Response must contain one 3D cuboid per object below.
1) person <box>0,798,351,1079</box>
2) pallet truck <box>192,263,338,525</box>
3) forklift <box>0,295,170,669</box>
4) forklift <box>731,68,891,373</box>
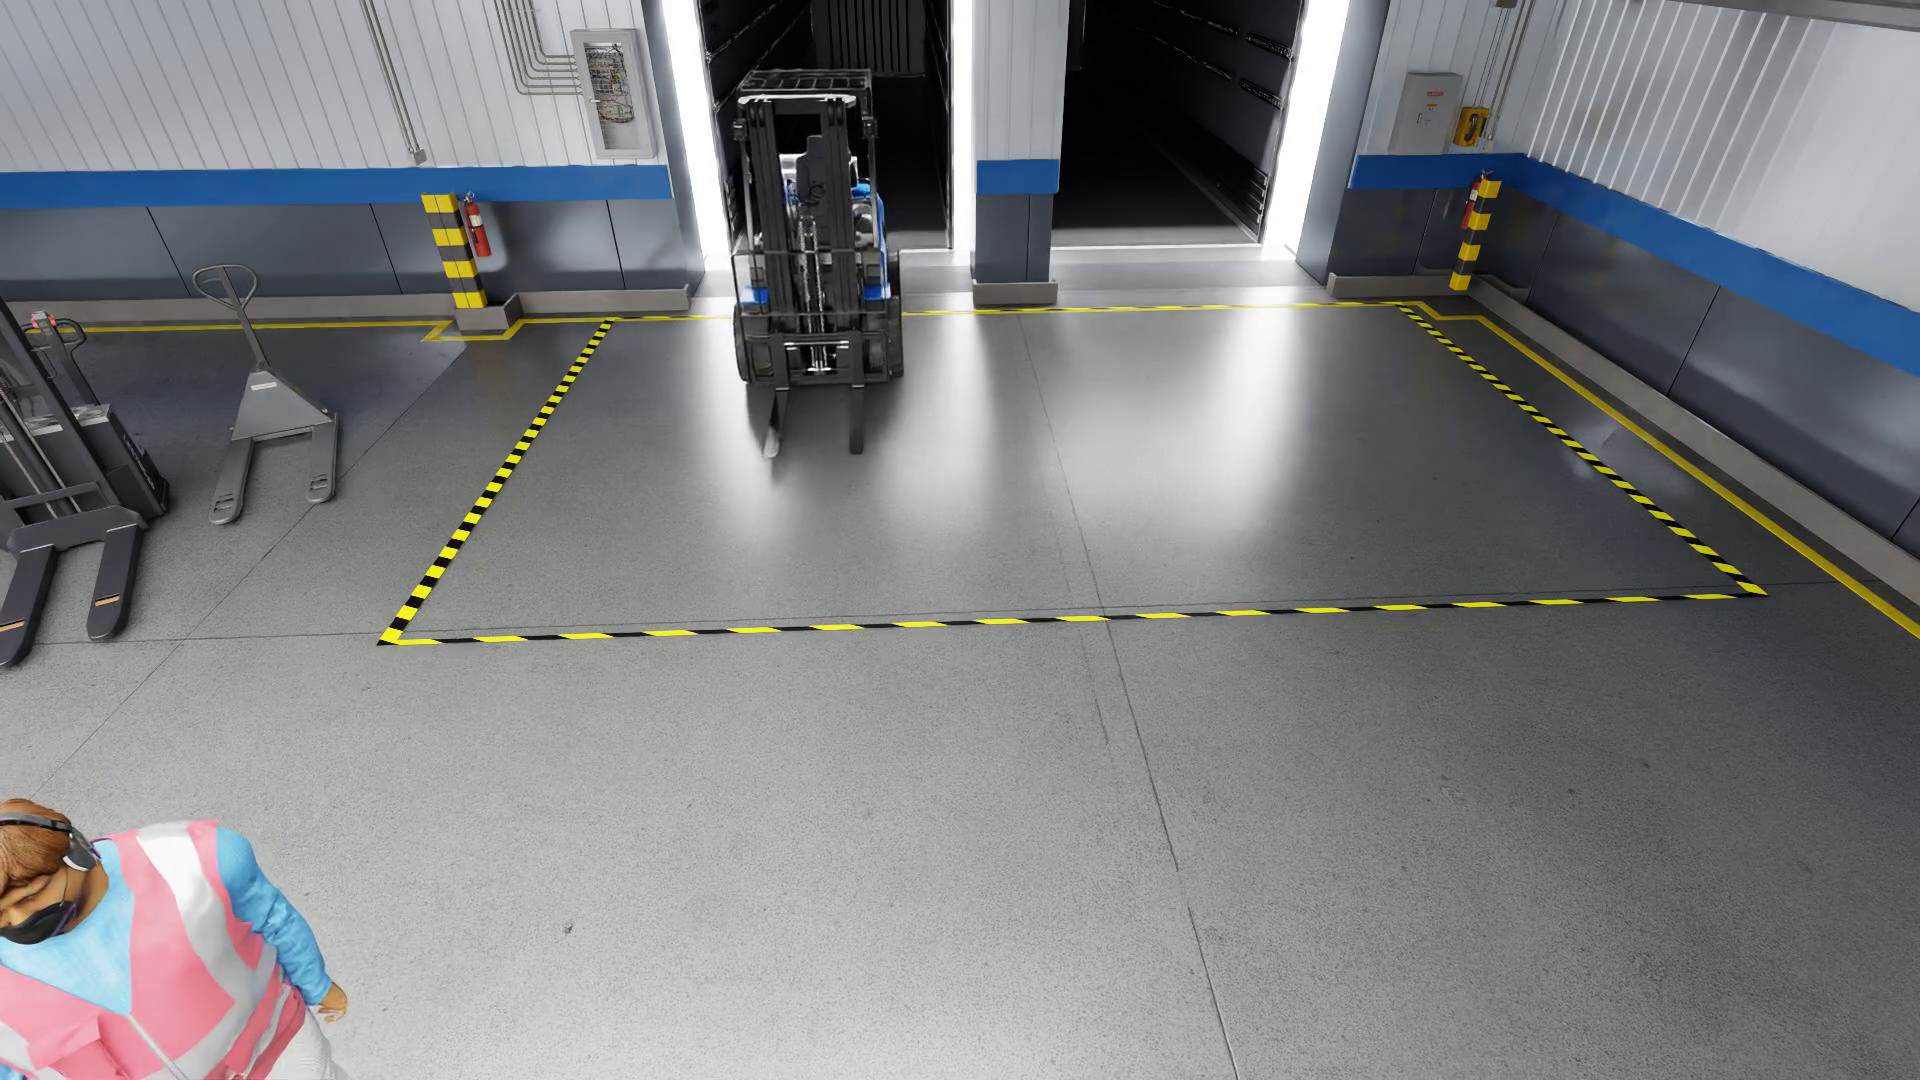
[{"bbox_3d":[-1.886,1.290,2.274,0.429,1.837,0.633,28,44,34],"label":"person"},{"bbox_3d":[-4.778,-1.027,6.128,0.680,1.201,1.601,-17,38,-23],"label":"pallet truck"},{"bbox_3d":[-5.212,-0.618,4.878,0.823,1.965,1.885,-20,39,-26],"label":"forklift"},{"bbox_3d":[-1.193,-2.775,7.656,1.157,2.036,2.680,-3,35,-4],"label":"forklift"}]
